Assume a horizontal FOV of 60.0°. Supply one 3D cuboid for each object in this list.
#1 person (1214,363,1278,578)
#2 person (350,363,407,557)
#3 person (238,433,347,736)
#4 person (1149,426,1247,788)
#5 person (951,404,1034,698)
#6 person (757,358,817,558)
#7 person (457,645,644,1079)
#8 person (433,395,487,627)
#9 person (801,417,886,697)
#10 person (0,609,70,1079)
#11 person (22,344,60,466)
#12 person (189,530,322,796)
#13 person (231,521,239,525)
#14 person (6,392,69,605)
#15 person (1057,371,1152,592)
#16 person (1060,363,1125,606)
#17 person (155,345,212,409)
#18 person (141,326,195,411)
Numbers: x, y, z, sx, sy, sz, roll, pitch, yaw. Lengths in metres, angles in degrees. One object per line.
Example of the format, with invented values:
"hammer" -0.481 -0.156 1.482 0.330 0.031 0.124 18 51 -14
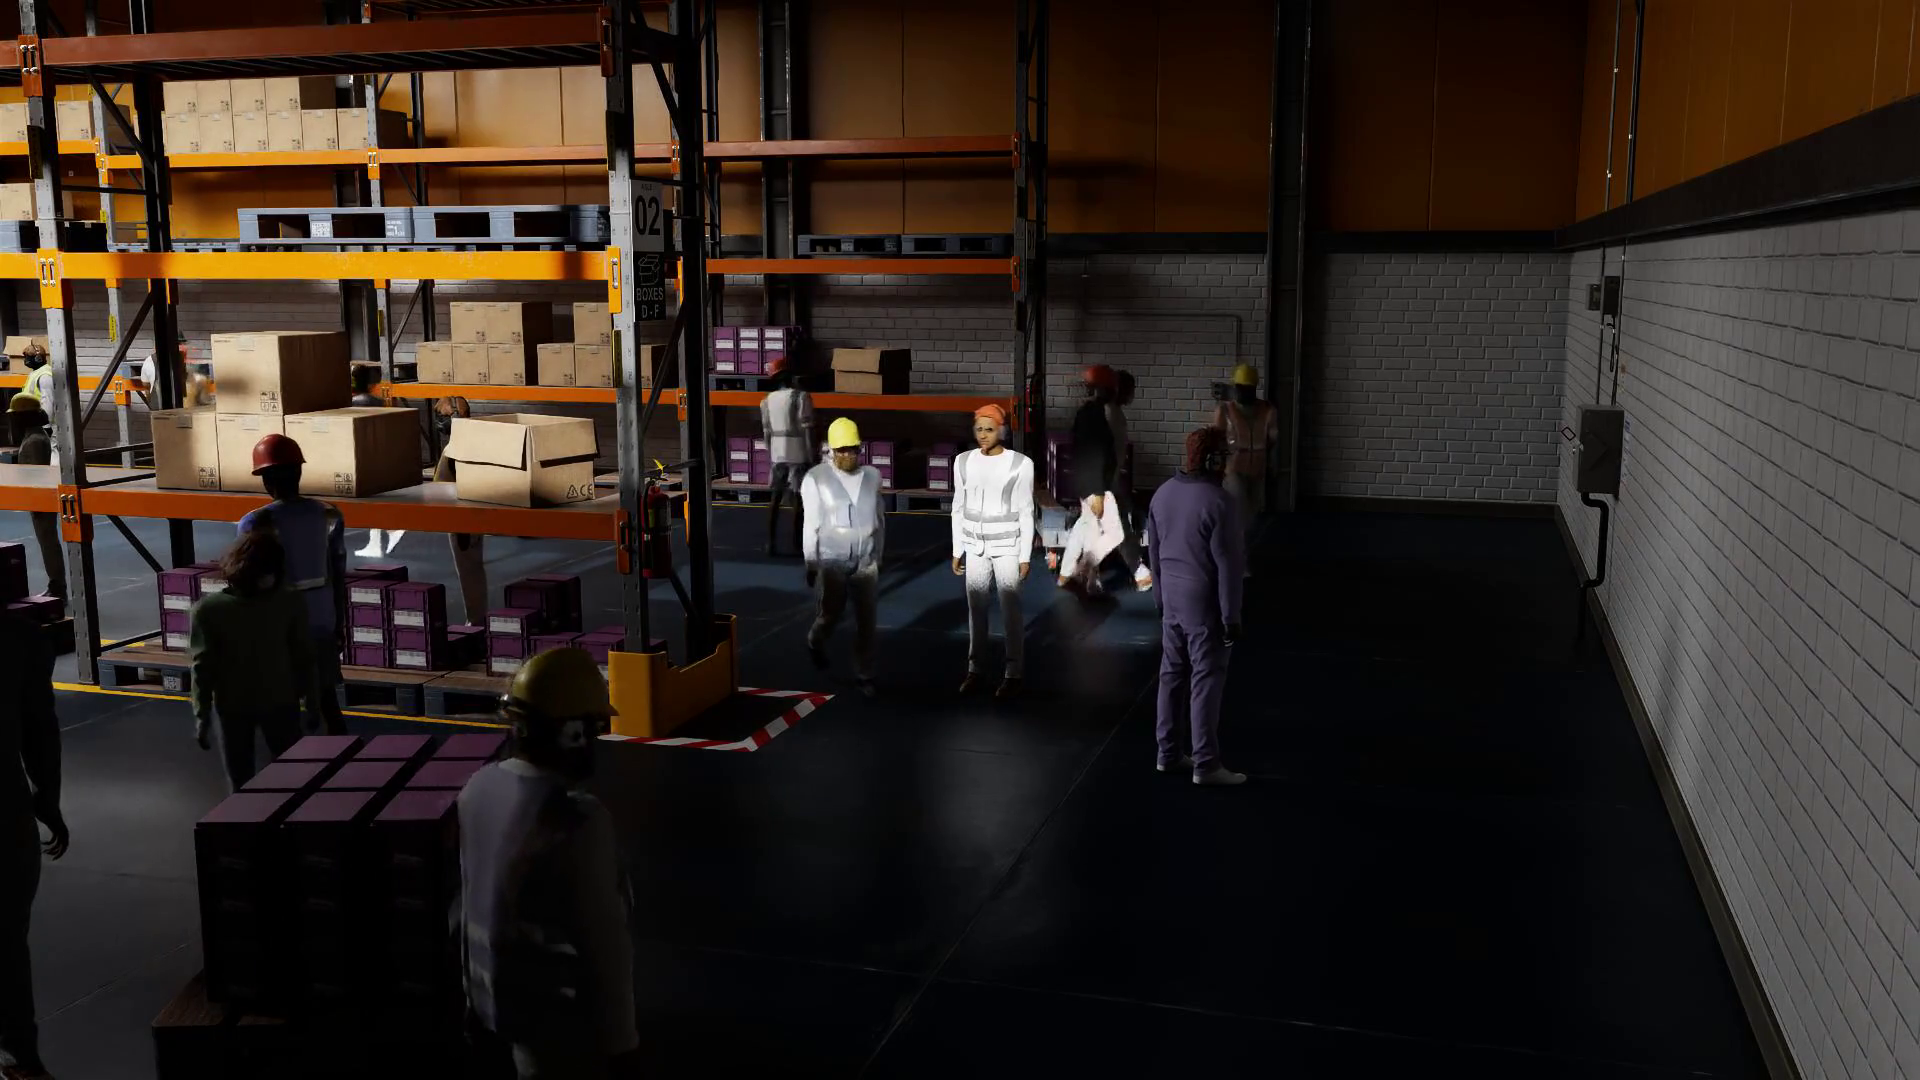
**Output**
"person" 2.534 -0.646 14.930 0.588 1.906 0.751 -2 10 -13
"person" -5.522 -0.733 15.639 0.555 1.839 0.572 3 10 16
"person" -3.310 0.434 8.263 0.368 1.929 0.542 7 12 37
"person" 1.288 0.349 8.848 0.401 1.907 0.646 -6 11 -31
"person" 0.208 0.067 10.653 0.577 1.879 0.351 5 10 27
"person" -1.614 -0.762 15.698 0.667 1.888 0.372 6 11 32
"person" -1.085 1.166 4.188 0.838 1.798 0.609 -8 12 -40
"person" -3.575 -0.123 11.951 0.428 1.836 0.626 -2 10 -13
"person" -0.764 0.084 10.768 0.595 1.800 0.739 -5 11 -28
"person" -3.188 0.910 5.326 0.374 1.939 0.629 9 13 43
"person" -10.876 -1.398 19.730 0.429 1.837 0.624 -7 12 -36
"person" -3.068 0.752 7.273 0.534 1.619 0.345 -7 11 -35
"person" -7.656 -1.090 17.799 0.346 1.847 0.506 4 10 23
"person" -7.464 -0.324 13.452 0.323 1.740 0.491 -5 11 -28
"person" 1.281 -0.479 14.010 1.001 1.876 0.657 2 9 10
"person" 1.090 -0.431 13.368 0.440 1.976 0.626 -2 9 -11
"person" -8.700 -1.268 18.745 0.598 1.898 0.835 -4 10 -22
"person" -9.619 -1.621 20.446 0.688 2.000 0.536 2 10 12
